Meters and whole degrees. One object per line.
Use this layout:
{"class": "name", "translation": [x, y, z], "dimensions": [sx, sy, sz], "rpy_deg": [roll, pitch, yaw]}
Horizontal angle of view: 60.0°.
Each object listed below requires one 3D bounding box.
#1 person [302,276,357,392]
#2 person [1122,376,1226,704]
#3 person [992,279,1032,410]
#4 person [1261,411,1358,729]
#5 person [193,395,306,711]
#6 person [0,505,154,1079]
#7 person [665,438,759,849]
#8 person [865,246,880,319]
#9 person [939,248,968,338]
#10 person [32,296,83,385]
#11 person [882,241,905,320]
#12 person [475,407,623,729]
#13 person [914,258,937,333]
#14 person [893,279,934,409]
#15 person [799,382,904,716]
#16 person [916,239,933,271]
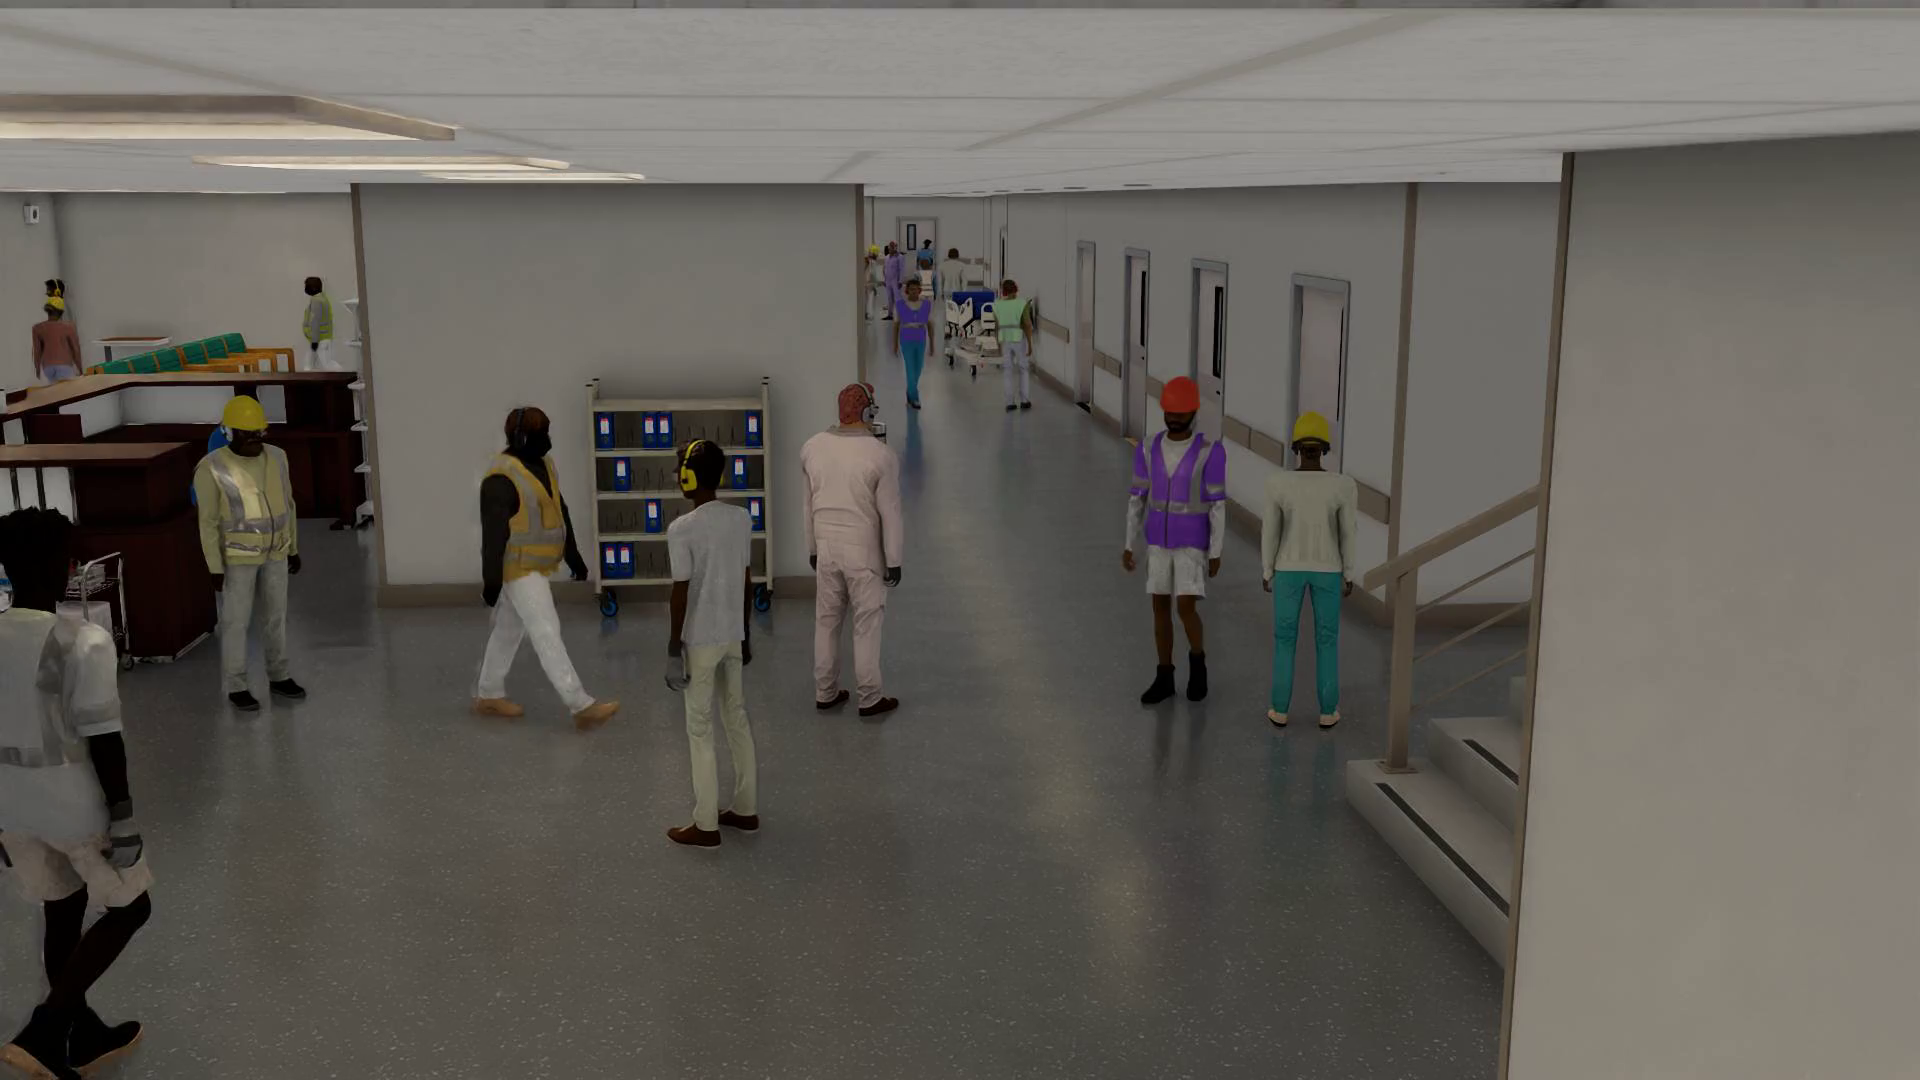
{"class": "person", "translation": [-9.420, -2.993, 24.593], "dimensions": [0.906, 1.812, 0.636], "rpy_deg": [-3, 12, -16]}
{"class": "person", "translation": [1.230, 0.009, 9.614], "dimensions": [0.588, 1.924, 0.391], "rpy_deg": [7, 14, 32]}
{"class": "person", "translation": [0.738, -2.740, 23.328], "dimensions": [0.608, 1.804, 0.644], "rpy_deg": [4, 12, 19]}
{"class": "person", "translation": [1.921, 0.171, 9.192], "dimensions": [0.524, 1.772, 0.301], "rpy_deg": [2, 12, 10]}
{"class": "person", "translation": [-4.068, 0.070, 9.574], "dimensions": [0.416, 1.822, 0.599], "rpy_deg": [7, 14, 32]}
{"class": "person", "translation": [-2.938, 0.861, 5.352], "dimensions": [0.615, 1.952, 0.545], "rpy_deg": [4, 12, 17]}
{"class": "person", "translation": [-1.132, 0.468, 7.529], "dimensions": [0.321, 1.861, 0.514], "rpy_deg": [8, 14, 36]}
{"class": "person", "translation": [-2.186, -6.305, 40.795], "dimensions": [0.540, 1.788, 0.631], "rpy_deg": [2, 12, 12]}
{"class": "person", "translation": [-0.119, -5.262, 35.434], "dimensions": [0.656, 1.889, 0.988], "rpy_deg": [3, 12, 16]}
{"class": "person", "translation": [-11.326, -2.185, 20.824], "dimensions": [0.527, 1.727, 0.856], "rpy_deg": [-1, 12, -5]}
{"class": "person", "translation": [-1.634, -6.309, 40.519], "dimensions": [0.407, 1.910, 0.639], "rpy_deg": [-11, 16, -43]}
{"class": "person", "translation": [-2.347, 0.152, 9.232], "dimensions": [0.946, 1.792, 0.635], "rpy_deg": [2, 12, 7]}
{"class": "person", "translation": [-0.761, -5.384, 36.686], "dimensions": [0.511, 1.632, 0.317], "rpy_deg": [-2, 12, -12]}
{"class": "person", "translation": [-0.675, -2.808, 23.648], "dimensions": [0.574, 1.819, 0.869], "rpy_deg": [-4, 12, -18]}
{"class": "person", "translation": [-0.589, 0.058, 9.441], "dimensions": [0.650, 1.901, 0.399], "rpy_deg": [6, 13, 28]}
{"class": "person", "translation": [-1.167, -8.684, 52.694], "dimensions": [0.643, 1.671, 0.417], "rpy_deg": [0, 12, 0]}
